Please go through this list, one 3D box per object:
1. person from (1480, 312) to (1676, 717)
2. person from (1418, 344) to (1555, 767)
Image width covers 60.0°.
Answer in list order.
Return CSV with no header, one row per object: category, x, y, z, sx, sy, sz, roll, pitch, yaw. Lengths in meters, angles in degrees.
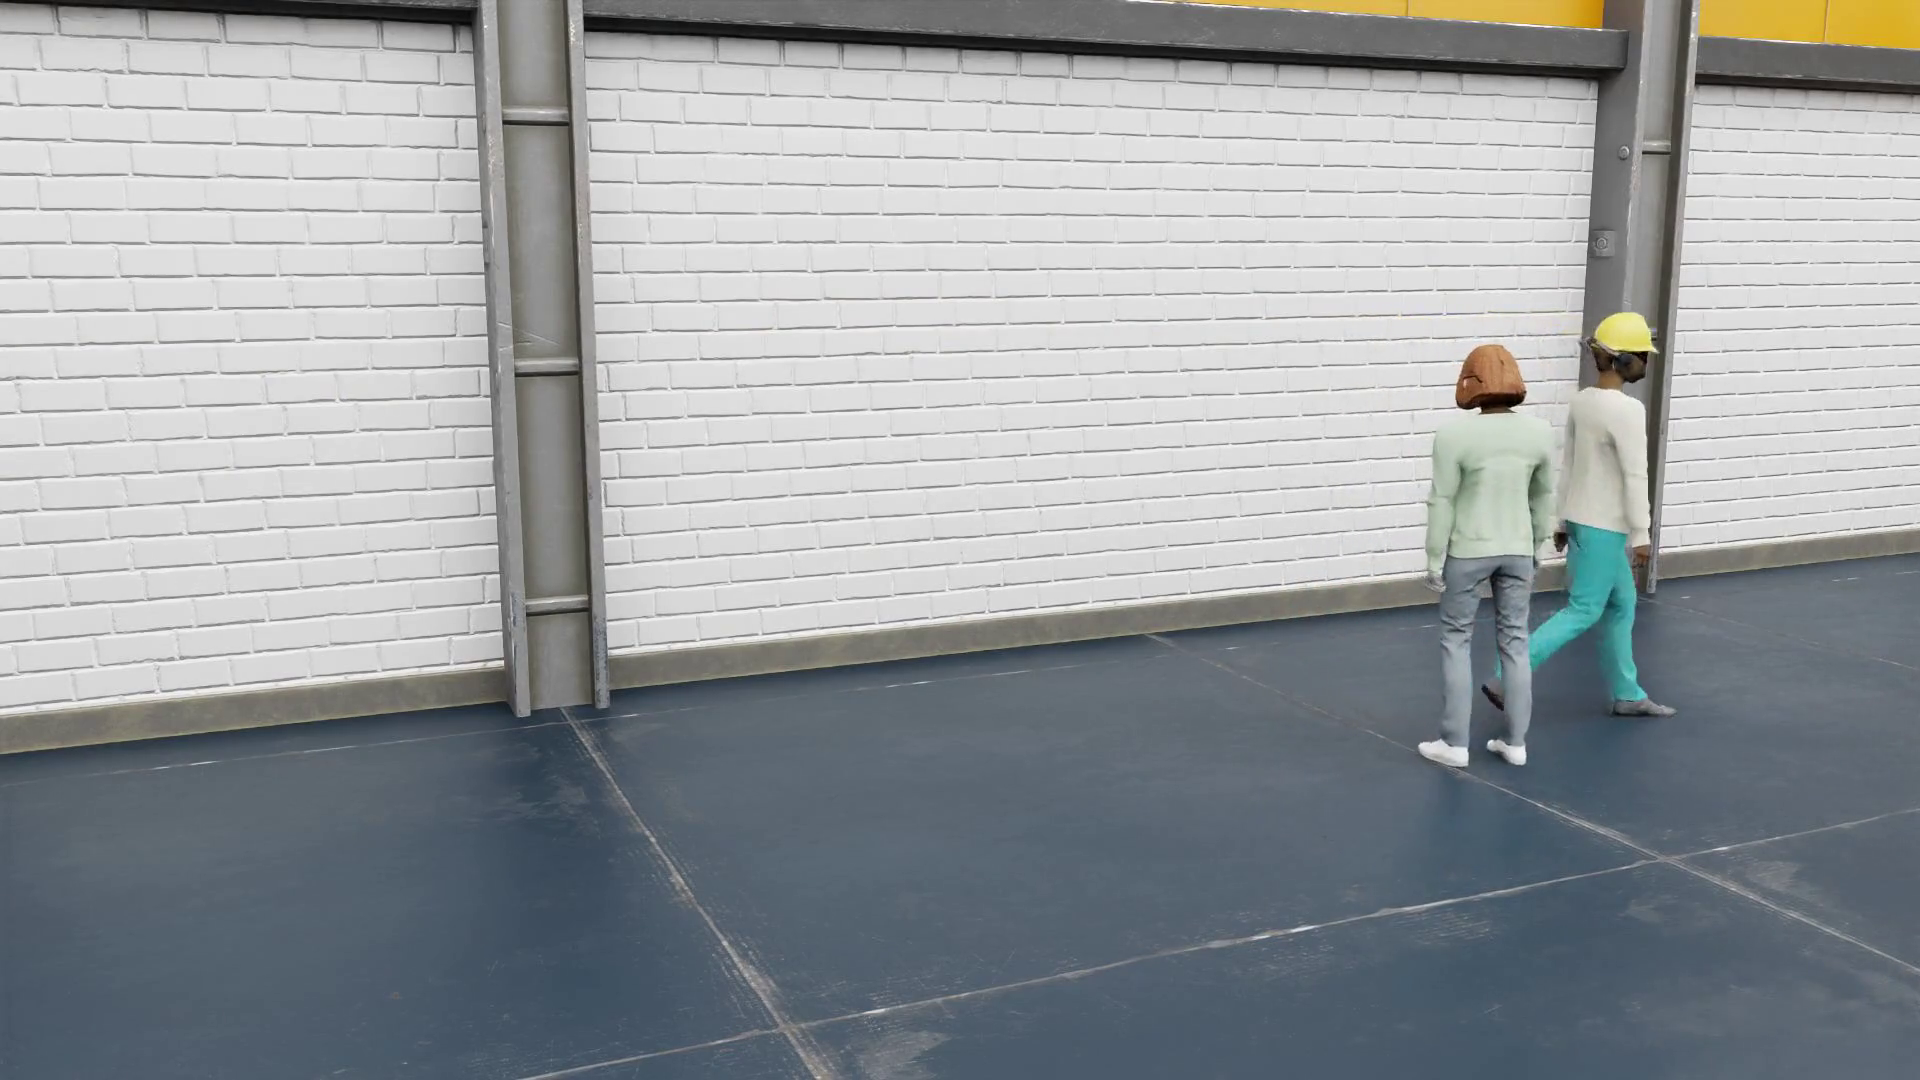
person,2.598,-0.076,6.877,0.850,1.734,0.524,0,10,-1
person,2.022,0.071,6.358,0.536,1.628,0.294,-2,10,-10
